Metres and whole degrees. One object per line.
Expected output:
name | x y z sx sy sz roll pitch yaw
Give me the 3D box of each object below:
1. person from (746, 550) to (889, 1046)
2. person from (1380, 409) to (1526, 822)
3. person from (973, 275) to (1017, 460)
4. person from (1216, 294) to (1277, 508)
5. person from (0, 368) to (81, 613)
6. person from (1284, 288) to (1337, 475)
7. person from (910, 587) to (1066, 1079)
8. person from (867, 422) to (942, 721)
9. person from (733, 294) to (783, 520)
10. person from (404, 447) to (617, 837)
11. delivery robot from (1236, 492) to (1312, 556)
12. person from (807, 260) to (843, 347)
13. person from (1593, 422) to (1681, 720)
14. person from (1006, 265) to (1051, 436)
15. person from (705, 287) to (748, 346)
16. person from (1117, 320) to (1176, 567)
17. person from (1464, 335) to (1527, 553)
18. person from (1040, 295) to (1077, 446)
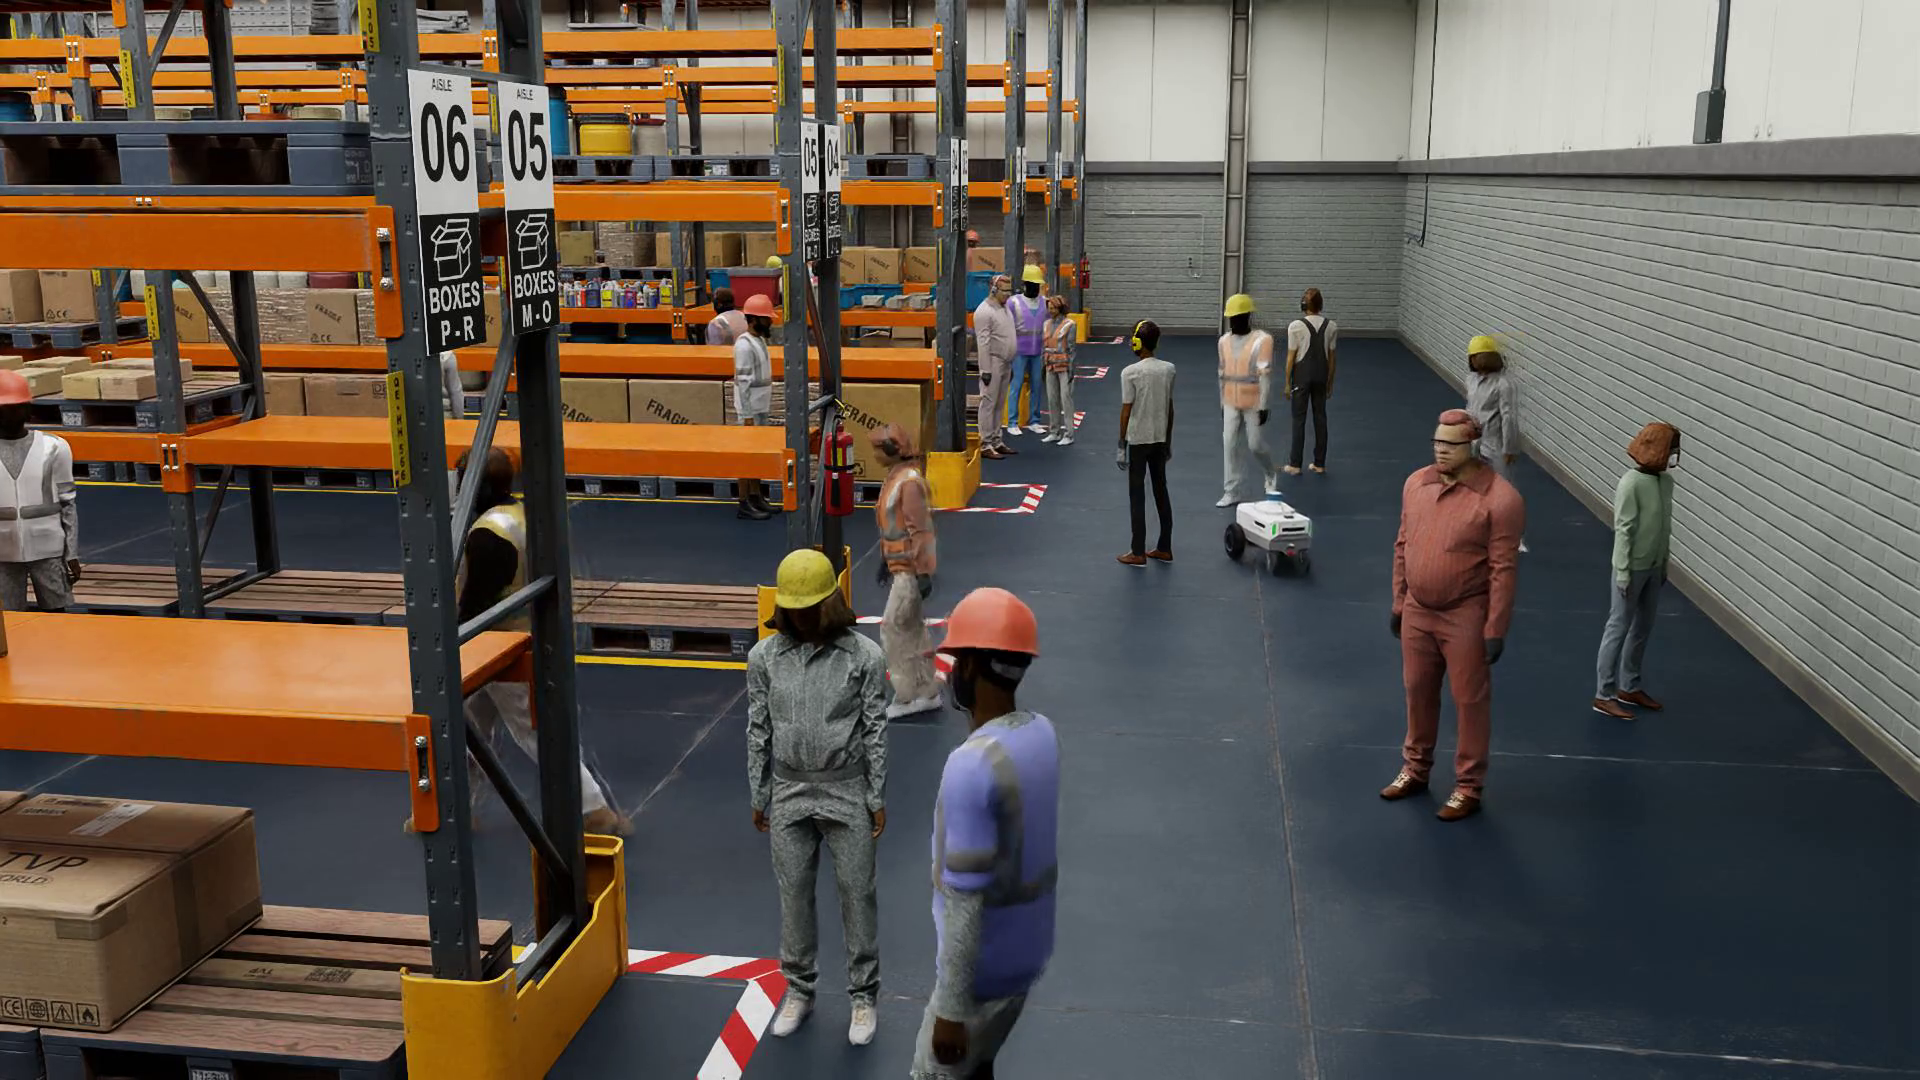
person | -0.486 0.871 5.649 0.490 1.731 0.322 2 13 7
person | 2.246 0.337 7.681 0.400 1.901 0.650 -9 16 -36
person | 0.394 -1.803 17.331 0.408 1.903 0.638 6 14 24
person | 2.582 -1.261 14.896 0.600 1.895 0.771 11 16 40
person | -4.971 0.057 8.839 0.545 1.942 0.350 -6 14 -27
person | 3.432 -1.547 16.330 0.503 1.840 0.346 -2 13 -10
person | 0.082 1.087 4.357 0.456 1.889 0.637 6 14 25
person | -0.345 0.172 9.053 0.534 1.607 0.584 -3 13 -15
person | -1.733 -1.139 14.274 0.390 1.928 0.546 3 13 12
person | -1.991 0.473 7.302 0.941 1.801 0.622 -2 13 -9
delivery robot | 2.373 -0.122 12.593 0.477 0.478 0.707 -3 13 -14
person | -1.834 -2.808 22.011 0.621 1.841 0.429 -7 14 -30
person | 3.725 0.162 9.098 0.504 1.628 0.276 -10 16 -37
person | 0.791 -2.141 18.828 0.594 1.917 0.397 -6 14 -25
person | -2.315 -1.590 16.521 0.429 1.838 0.622 7 14 28
person | 1.410 -0.727 12.584 0.510 1.859 0.332 -7 15 -30
person | 4.202 -0.751 13.053 0.551 1.707 0.560 -6 14 -26
person | 1.080 -1.857 18.188 0.319 1.630 0.528 -10 16 -39
